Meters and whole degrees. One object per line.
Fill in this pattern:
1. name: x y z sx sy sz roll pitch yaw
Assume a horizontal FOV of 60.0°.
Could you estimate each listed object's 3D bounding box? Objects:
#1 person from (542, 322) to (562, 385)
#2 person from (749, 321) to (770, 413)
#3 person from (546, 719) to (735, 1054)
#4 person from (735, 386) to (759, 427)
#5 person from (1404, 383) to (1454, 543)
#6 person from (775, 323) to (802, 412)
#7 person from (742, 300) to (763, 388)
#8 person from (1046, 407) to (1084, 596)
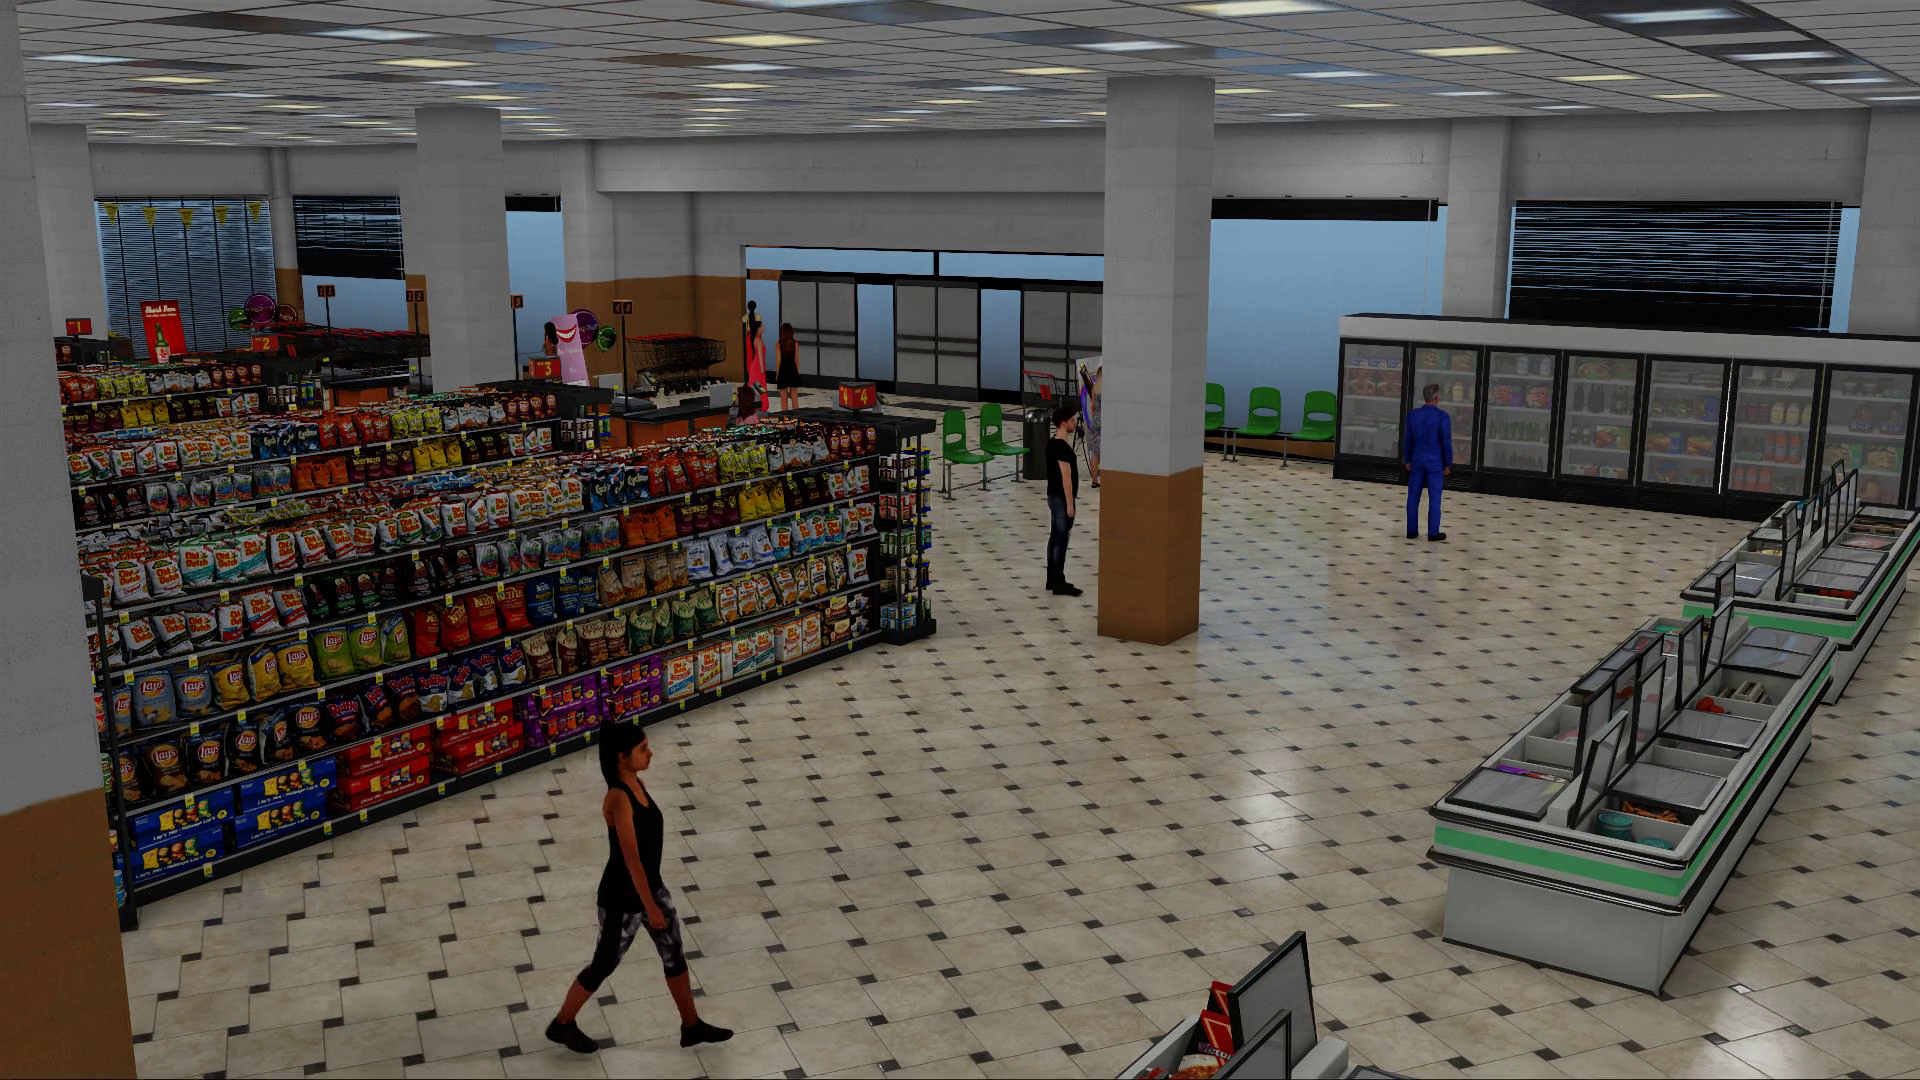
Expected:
1. person: -7.552 -3.215 30.812 0.784 1.645 0.639 2 12 7
2. person: -3.647 -3.104 30.088 0.752 1.727 0.712 -4 12 -17
3. person: -1.612 1.658 7.729 1.008 1.620 1.114 1 12 4
4. person: -2.474 -0.907 19.471 0.721 1.802 0.693 -4 12 -17
5. person: 5.459 -0.913 19.434 0.723 1.829 0.549 9 15 37
6. person: -2.924 -2.766 28.219 0.639 1.834 0.730 -5 13 -21
7. person: -4.306 -4.078 34.551 0.631 1.793 0.736 -5 13 -23
8. person: 1.025 -0.405 16.855 0.814 1.897 0.761 -2 12 -11
